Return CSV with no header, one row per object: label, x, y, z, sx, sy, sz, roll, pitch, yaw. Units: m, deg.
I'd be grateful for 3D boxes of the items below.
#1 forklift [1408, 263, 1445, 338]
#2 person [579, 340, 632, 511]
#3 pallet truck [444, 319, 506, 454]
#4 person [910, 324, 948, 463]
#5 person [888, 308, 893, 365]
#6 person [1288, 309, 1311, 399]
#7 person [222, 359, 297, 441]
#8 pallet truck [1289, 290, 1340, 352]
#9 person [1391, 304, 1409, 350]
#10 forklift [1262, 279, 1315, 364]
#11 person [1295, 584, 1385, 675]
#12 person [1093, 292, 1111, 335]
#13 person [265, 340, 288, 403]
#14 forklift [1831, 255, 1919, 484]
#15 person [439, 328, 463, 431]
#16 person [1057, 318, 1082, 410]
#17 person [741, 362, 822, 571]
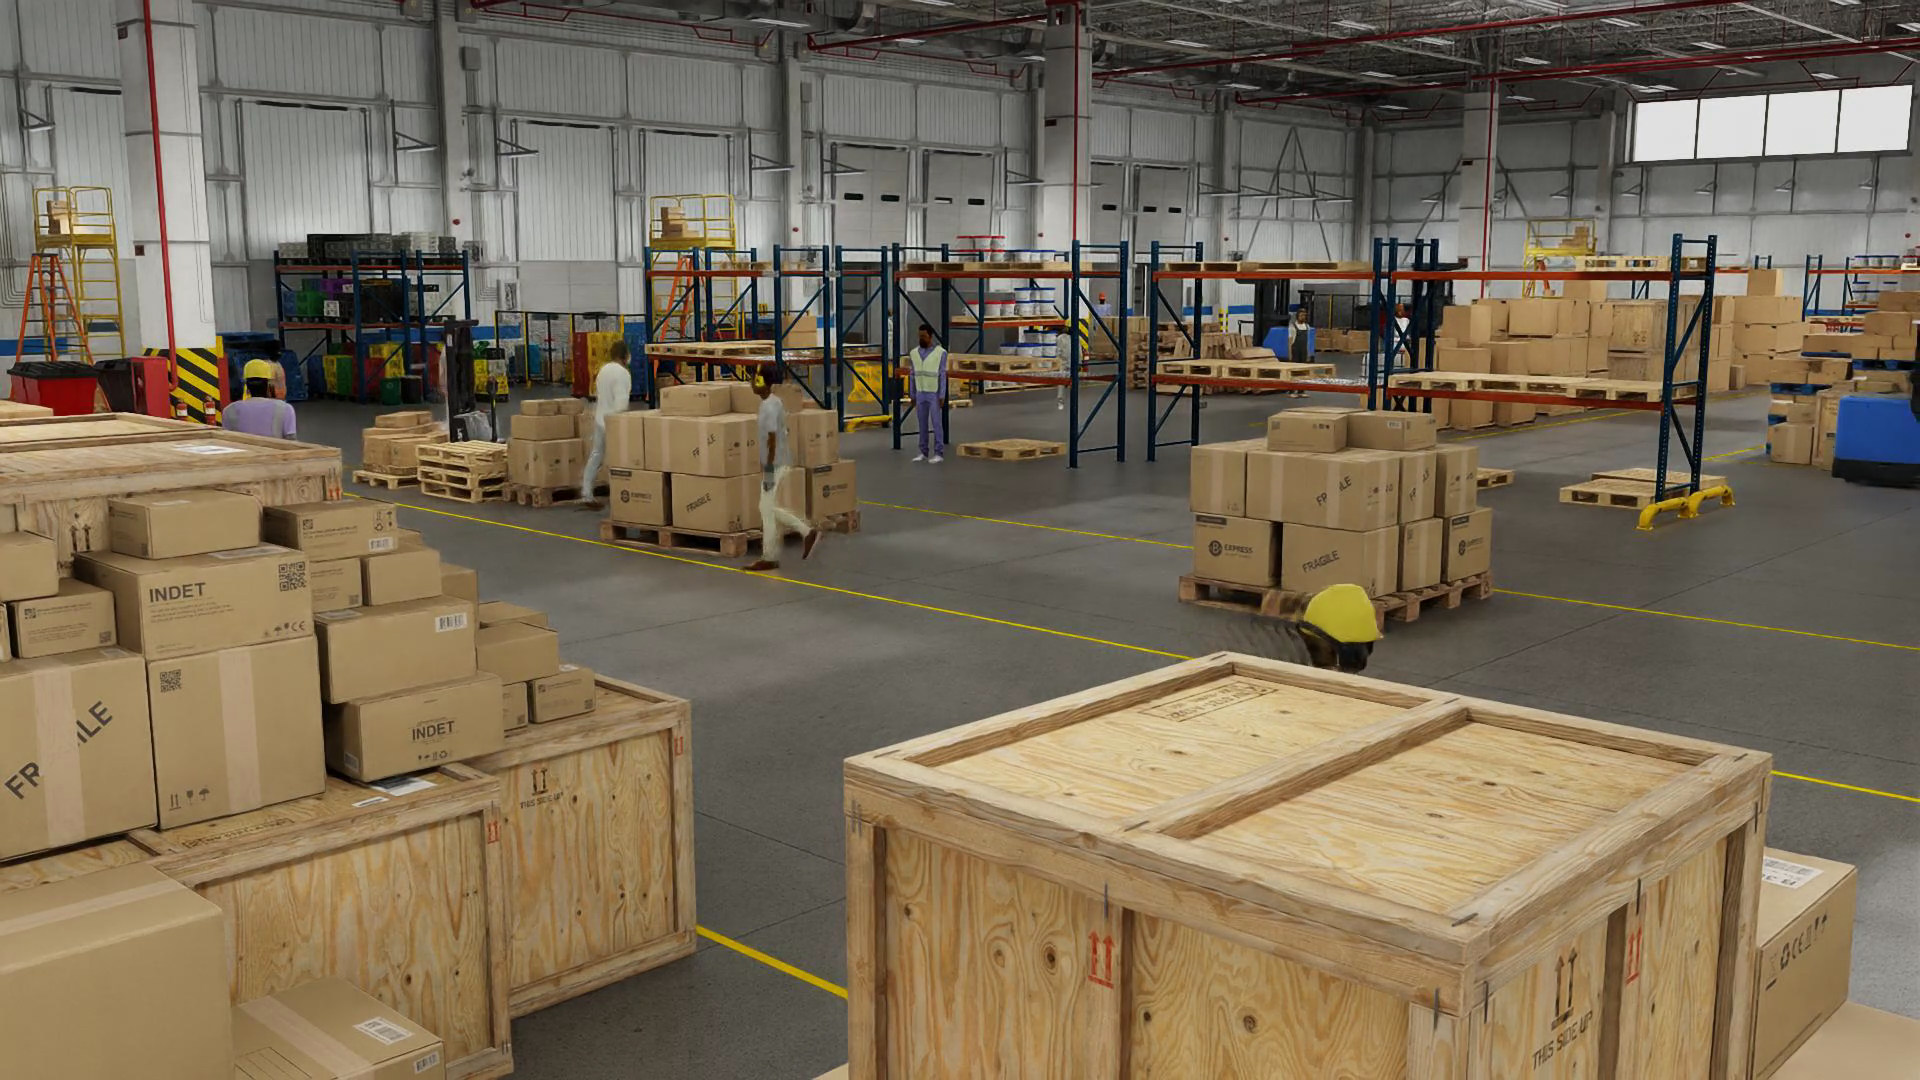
forklift,12.952,-6.290,46.107,1.129,2.768,1.873,-3,10,-20
person,-3.783,-1.268,18.399,1.087,1.864,0.635,-8,12,-41
pallet truck,-6.981,-1.942,22.150,1.885,1.965,0.823,1,9,9
person,-0.428,-2.012,22.869,0.584,1.911,0.391,6,11,31
person,-1.915,-5.320,43.988,0.313,1.634,0.516,2,9,11
person,6.976,-3.815,34.178,0.543,1.844,0.347,-4,10,-24
person,-5.746,-0.527,13.727,0.585,1.918,0.393,-1,9,-6
pallet truck,11.297,-6.951,52.861,1.885,1.965,0.823,-5,11,-29
person,9.696,-4.282,36.849,0.573,1.883,0.354,-3,10,-17
forklift,8.555,-6.090,44.881,1.873,2.768,1.129,9,13,43
person,1.112,0.980,5.074,0.902,1.716,0.537,-6,11,-34
person,4.383,-6.676,51.393,0.544,1.930,0.389,1,9,6
person,-9.461,-1.931,23.045,0.383,1.679,0.548,-1,9,-7
forklift,11.843,-2.064,20.201,1.873,2.768,1.129,9,13,43
person,-7.237,-2.106,23.679,0.624,1.820,0.635,-4,10,-21
person,2.071,-3.321,31.418,0.487,1.738,0.320,-1,9,-4
person,-1.591,-0.641,14.649,0.638,1.844,0.563,-2,10,-13
